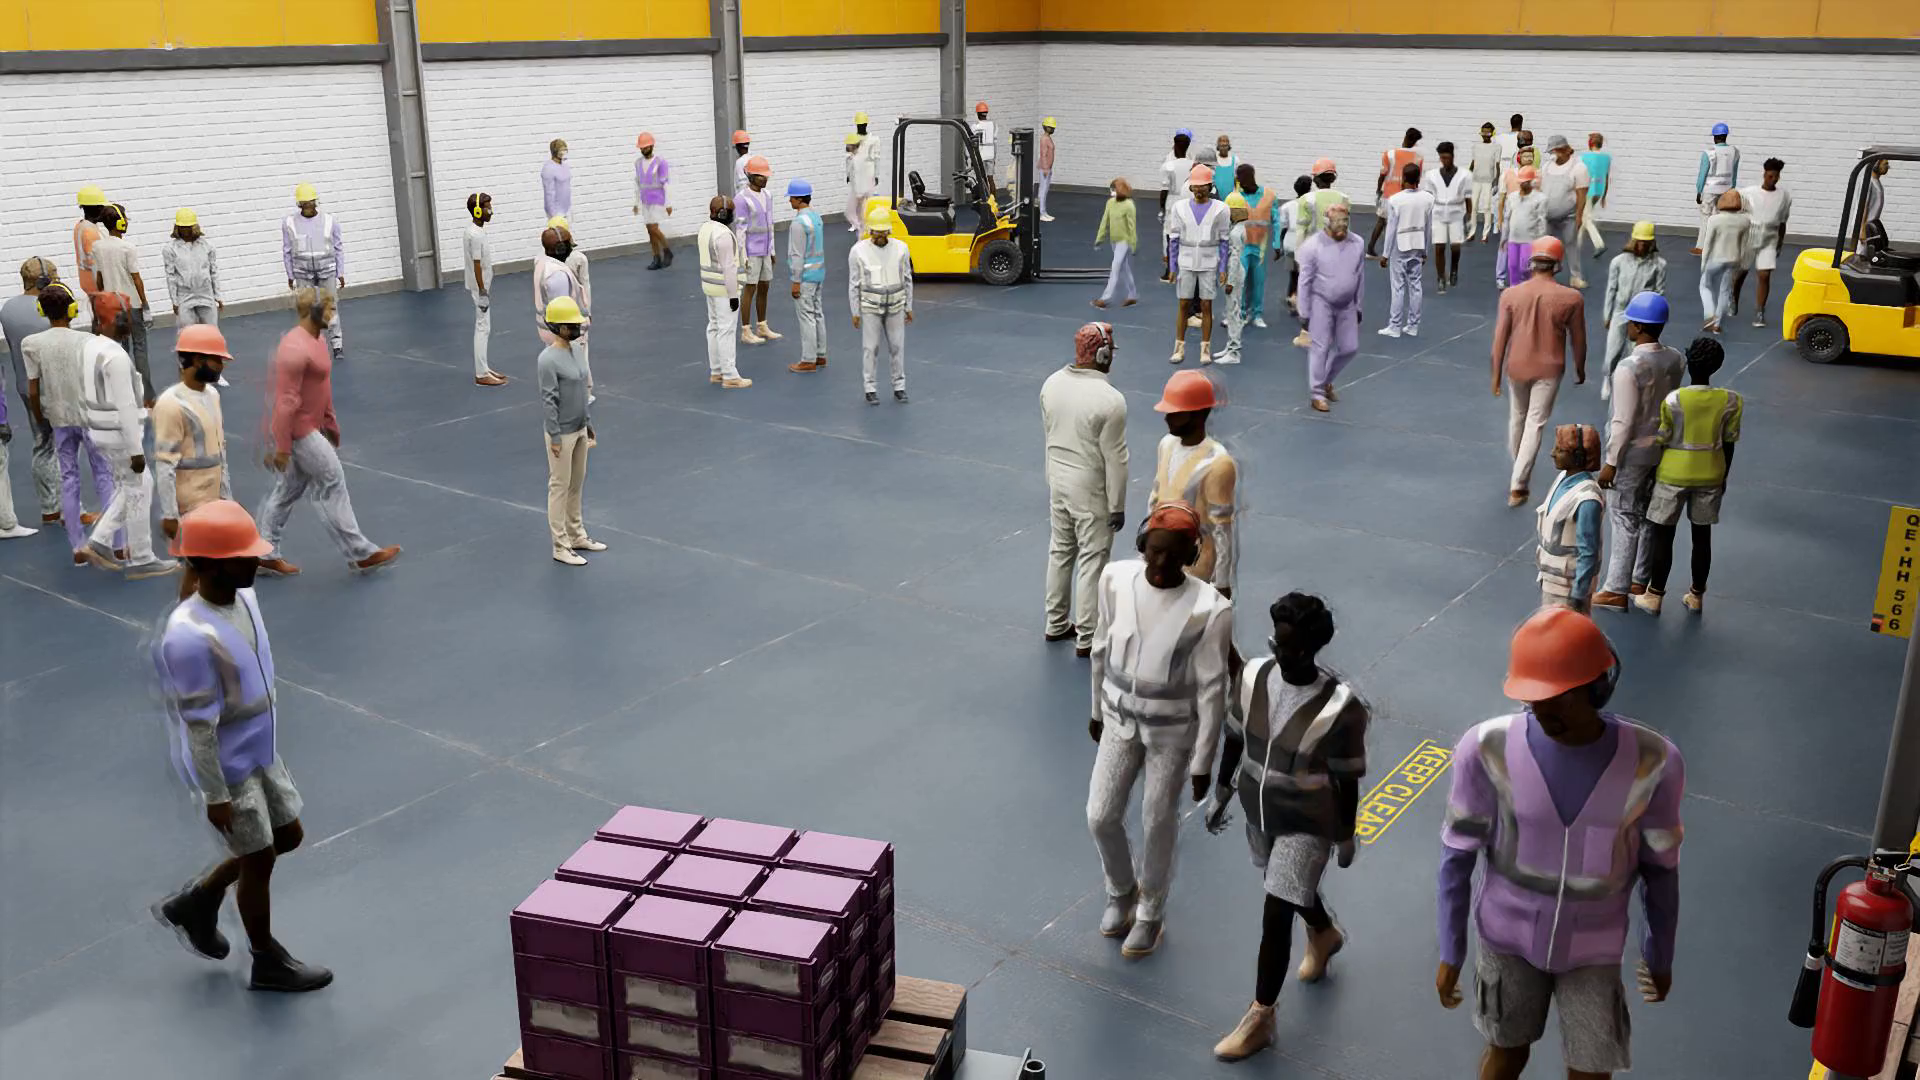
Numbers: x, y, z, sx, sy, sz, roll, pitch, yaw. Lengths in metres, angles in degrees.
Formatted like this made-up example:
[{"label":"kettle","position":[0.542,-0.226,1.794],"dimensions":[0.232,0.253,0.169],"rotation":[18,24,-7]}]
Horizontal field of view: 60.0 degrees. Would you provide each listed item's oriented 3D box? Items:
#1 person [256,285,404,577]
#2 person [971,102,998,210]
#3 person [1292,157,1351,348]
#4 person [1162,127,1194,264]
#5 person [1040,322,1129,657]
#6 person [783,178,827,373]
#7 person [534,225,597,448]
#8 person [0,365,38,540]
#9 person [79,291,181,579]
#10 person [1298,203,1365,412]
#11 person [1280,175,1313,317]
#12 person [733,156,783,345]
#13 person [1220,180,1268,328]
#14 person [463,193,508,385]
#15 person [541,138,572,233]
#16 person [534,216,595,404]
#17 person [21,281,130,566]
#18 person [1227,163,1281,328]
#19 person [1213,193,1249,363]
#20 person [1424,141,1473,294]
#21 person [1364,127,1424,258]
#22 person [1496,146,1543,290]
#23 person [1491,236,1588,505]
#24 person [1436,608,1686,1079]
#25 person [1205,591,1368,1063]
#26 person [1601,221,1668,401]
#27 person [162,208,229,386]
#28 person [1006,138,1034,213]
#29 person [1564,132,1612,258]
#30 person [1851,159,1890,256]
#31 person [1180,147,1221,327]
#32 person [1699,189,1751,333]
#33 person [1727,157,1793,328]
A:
[{"label":"person","position":[-4.135,-0.672,10.602],"dimensions":[1.020,1.877,0.653],"rotation":[-4,18,-13]},{"label":"person","position":[0.416,-6.969,30.246],"dimensions":[0.542,1.928,0.399],"rotation":[-11,21,-31]},{"label":"person","position":[3.871,-3.093,17.951],"dimensions":[0.604,2.035,0.403],"rotation":[-4,18,-13]},{"label":"person","position":[3.134,-4.912,23.799],"dimensions":[0.419,1.937,0.612],"rotation":[14,23,37]},{"label":"person","position":[0.728,-0.285,9.388],"dimensions":[0.401,1.900,0.636],"rotation":[-13,22,-36]},{"label":"person","position":[-1.556,-2.655,16.735],"dimensions":[0.410,1.939,0.601],"rotation":[4,18,11]},{"label":"person","position":[-3.289,-1.681,13.839],"dimensions":[0.429,1.842,0.638],"rotation":[-8,19,-23]},{"label":"person","position":[-6.715,-0.813,11.454],"dimensions":[0.523,1.636,0.310],"rotation":[11,21,32]},{"label":"person","position":[-5.328,-0.643,10.542],"dimensions":[0.444,1.867,0.587],"rotation":[-14,22,-37]},{"label":"person","position":[3.377,-2.112,15.109],"dimensions":[0.665,1.888,0.431],"rotation":[-5,18,-16]},{"label":"person","position":[3.991,-3.445,19.599],"dimensions":[0.547,1.685,0.448],"rotation":[13,22,36]},{"label":"person","position":[-2.188,-3.150,18.123],"dimensions":[0.398,2.034,0.610],"rotation":[9,20,27]},{"label":"person","position":[3.222,-3.273,18.983],"dimensions":[0.540,1.724,0.883],"rotation":[6,19,17]},{"label":"person","position":[-4.635,-2.429,16.154],"dimensions":[0.324,1.861,0.510],"rotation":[-6,19,-18]},{"label":"person","position":[-5.273,-4.296,21.880],"dimensions":[0.367,1.927,0.623],"rotation":[3,18,10]},{"label":"person","position":[-3.631,-2.098,15.296],"dimensions":[0.487,1.746,0.289],"rotation":[-4,18,-11]},{"label":"person","position":[-5.767,-0.749,10.874],"dimensions":[0.518,1.874,0.330],"rotation":[-3,18,-10]},{"label":"person","position":[3.323,-3.357,19.014],"dimensions":[0.634,1.886,0.393],"rotation":[-1,18,-2]},{"label":"person","position":[2.804,-2.702,17.191],"dimensions":[0.294,1.744,0.486],"rotation":[2,18,7]},{"label":"person","position":[6.268,-4.142,21.387],"dimensions":[0.648,1.937,0.454],"rotation":[7,19,21]},{"label":"person","position":[6.332,-5.026,24.177],"dimensions":[0.689,1.921,0.440],"rotation":[1,18,2]},{"label":"person","position":[7.270,-4.187,21.662],"dimensions":[0.564,1.850,0.390],"rotation":[-2,18,-6]},{"label":"person","position":[4.346,-1.294,12.451],"dimensions":[0.625,1.938,0.989],"rotation":[12,21,33]},{"label":"person","position":[1.673,1.167,4.687],"dimensions":[0.659,1.991,0.764],"rotation":[6,19,18]},{"label":"person","position":[1.193,0.944,5.907],"dimensions":[0.835,1.664,0.539],"rotation":[-15,23,-38]},{"label":"person","position":[6.115,-2.033,15.112],"dimensions":[0.487,1.733,0.398],"rotation":[5,18,15]},{"label":"person","position":[-7.336,-2.315,15.984],"dimensions":[0.487,1.741,0.313],"rotation":[-14,22,-37]},{"label":"person","position":[0.890,-5.156,24.719],"dimensions":[0.404,1.834,0.591],"rotation":[-4,18,-13]},{"label":"person","position":[9.330,-5.086,24.546],"dimensions":[0.586,1.814,0.888],"rotation":[-8,20,-25]},{"label":"person","position":[11.272,-3.865,20.661],"dimensions":[0.345,1.847,0.506],"rotation":[13,22,36]},{"label":"person","position":[2.817,-3.508,19.230],"dimensions":[0.536,2.000,0.688],"rotation":[8,20,25]},{"label":"person","position":[8.579,-3.128,18.718],"dimensions":[0.513,1.620,0.335],"rotation":[1,18,2]},{"label":"person","position":[9.298,-3.502,19.403],"dimensions":[0.613,1.931,0.962],"rotation":[5,18,15]}]
